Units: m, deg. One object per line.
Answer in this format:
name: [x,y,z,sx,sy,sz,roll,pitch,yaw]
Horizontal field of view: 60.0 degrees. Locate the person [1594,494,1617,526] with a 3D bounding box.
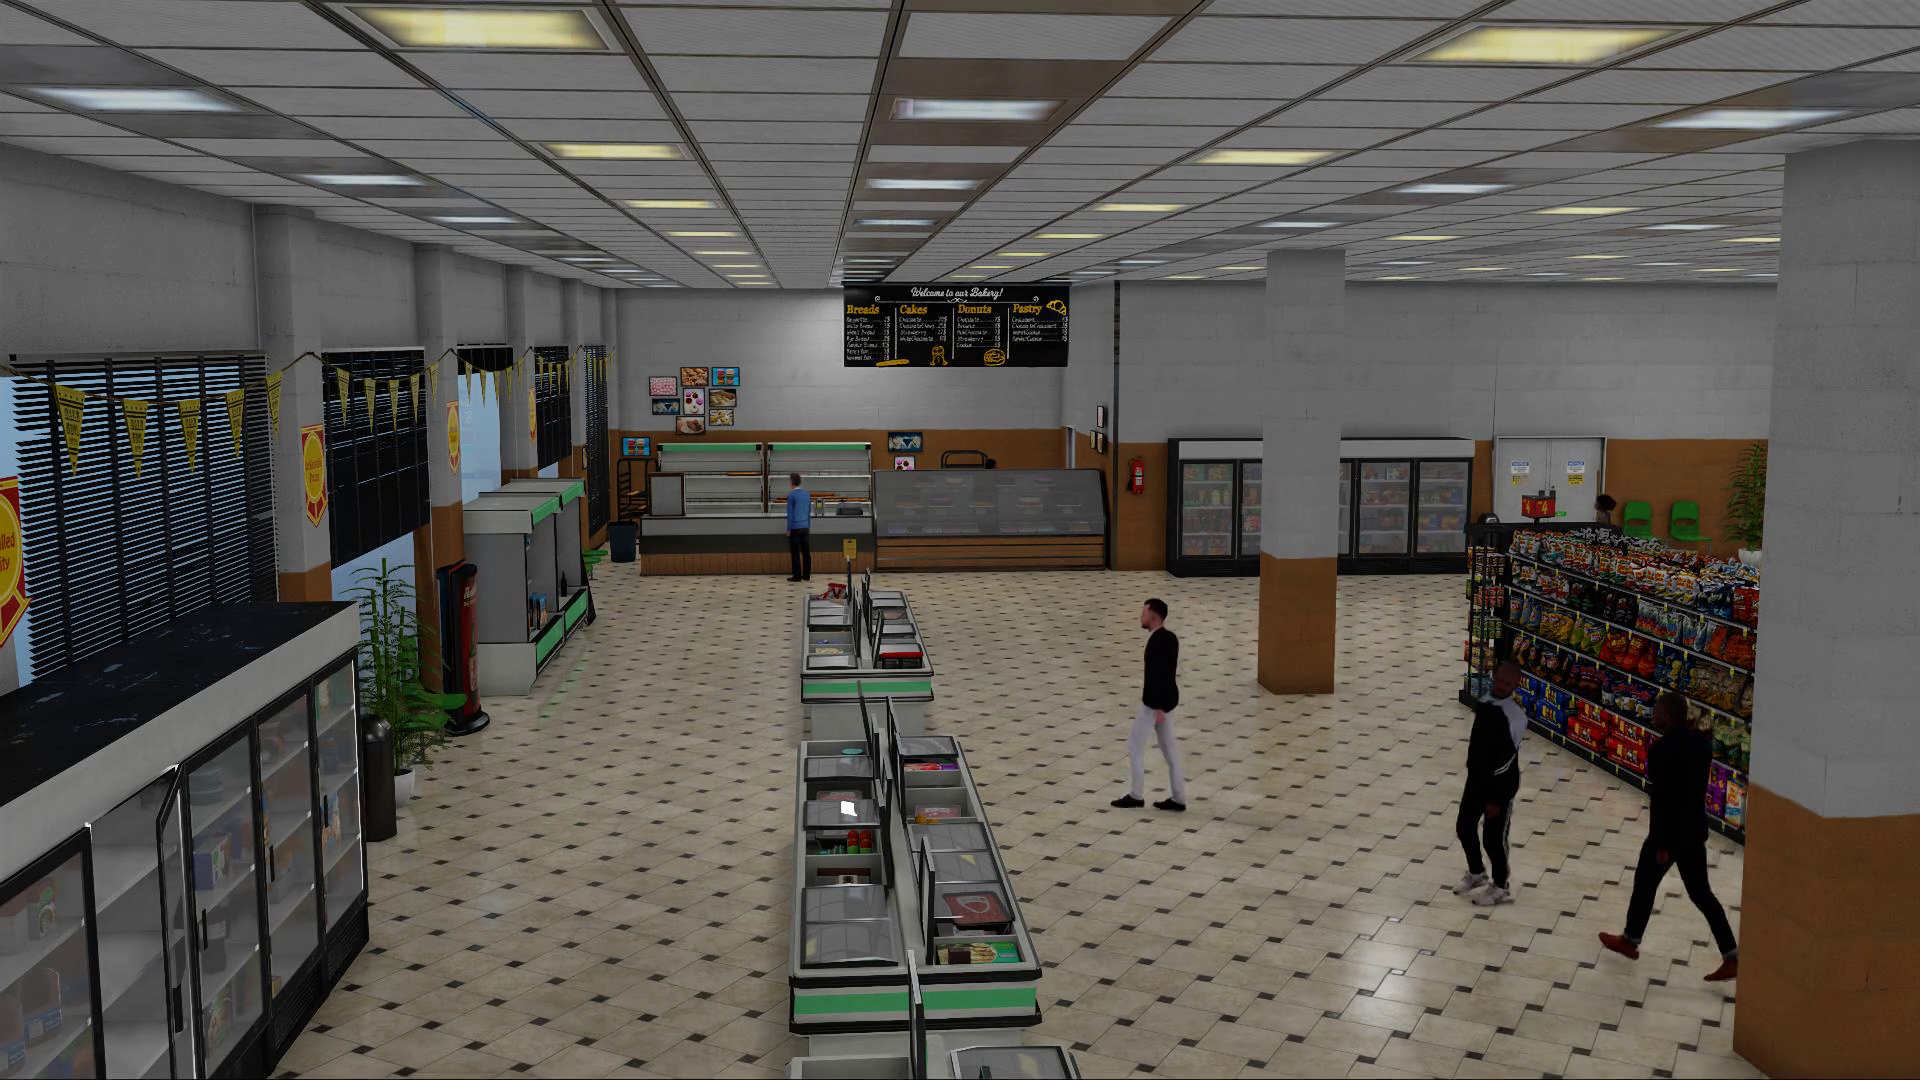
person: [9.664,0.196,24.754,0.904,1.672,1.111,2,7,14]

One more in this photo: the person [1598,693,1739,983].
person: [4.545,1.887,10.333,1.054,1.775,1.337,-4,8,-29]

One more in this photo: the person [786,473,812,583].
person: [-2.679,-0.220,27.608,0.787,1.813,0.738,6,9,42]

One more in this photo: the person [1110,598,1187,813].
person: [1.785,1.414,14.066,0.961,1.818,0.929,3,8,27]

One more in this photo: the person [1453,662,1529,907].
person: [3.791,1.710,11.750,0.858,1.786,0.657,0,7,-4]
